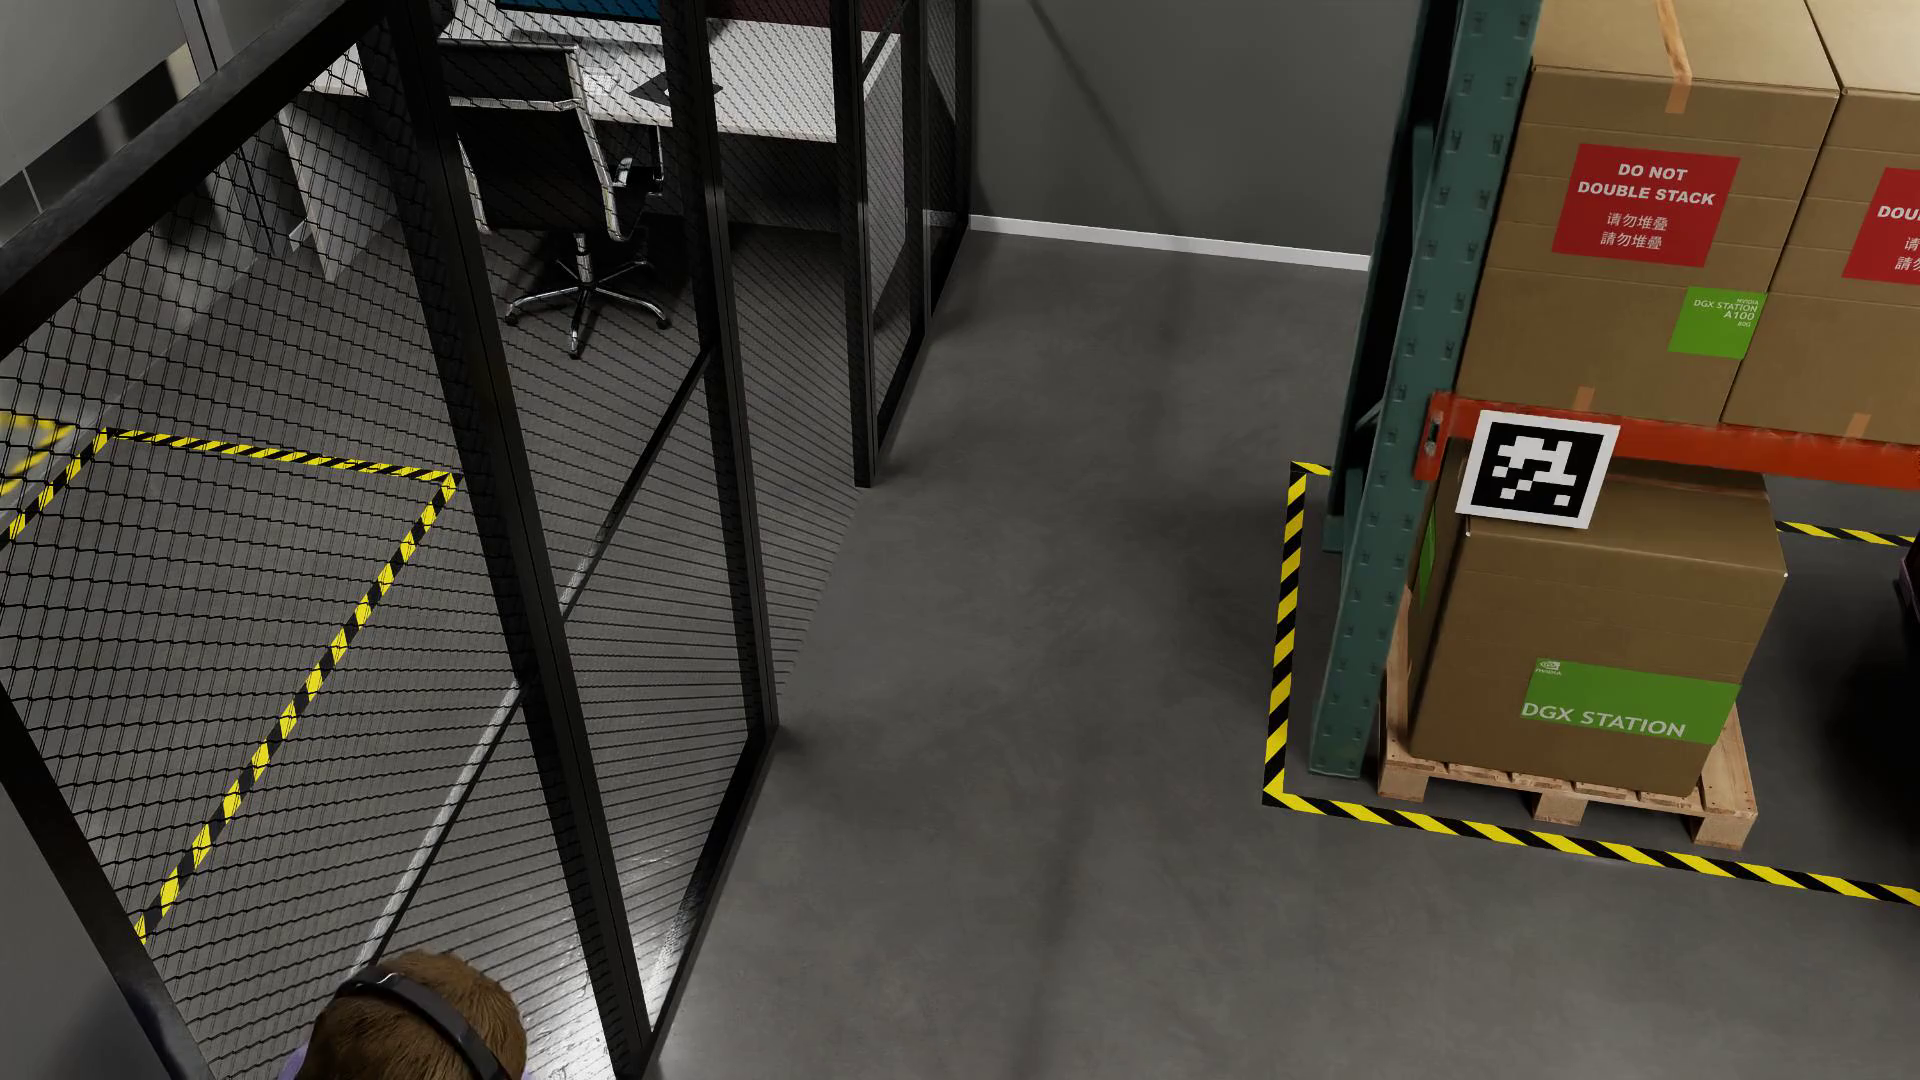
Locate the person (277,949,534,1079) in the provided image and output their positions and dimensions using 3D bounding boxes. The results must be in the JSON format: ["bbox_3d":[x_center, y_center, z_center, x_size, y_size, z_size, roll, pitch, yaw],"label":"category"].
[{"bbox_3d":[-0.531,1.154,2.169,0.635,1.939,0.361,18,44,20],"label":"person"}]
